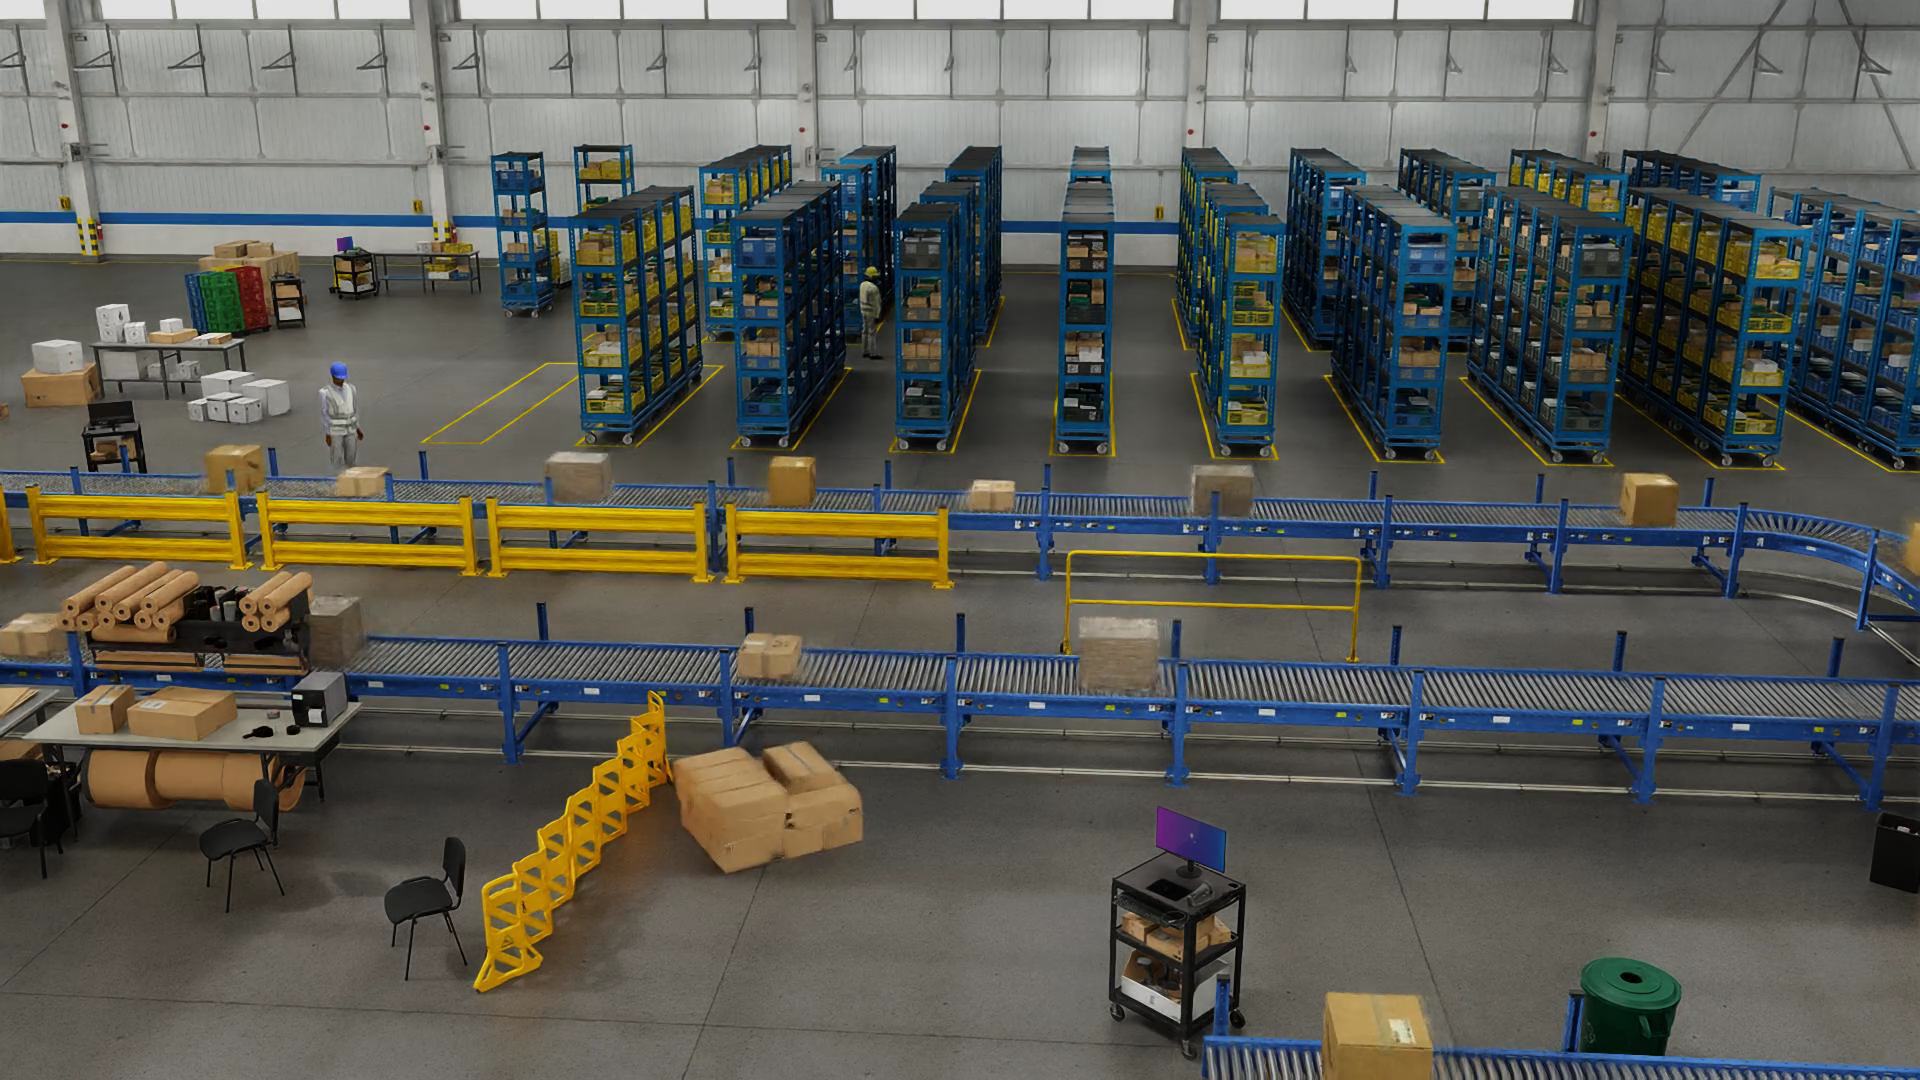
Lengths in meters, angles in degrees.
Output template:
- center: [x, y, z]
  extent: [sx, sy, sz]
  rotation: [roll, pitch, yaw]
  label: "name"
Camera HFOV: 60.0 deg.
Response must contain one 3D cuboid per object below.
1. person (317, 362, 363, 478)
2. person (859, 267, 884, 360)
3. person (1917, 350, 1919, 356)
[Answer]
- center: [-8.628, -1.531, 23.248]
  extent: [0.401, 1.938, 0.603]
  rotation: [11, 20, 31]
  label: "person"
- center: [-1.749, -4.462, 32.729]
  extent: [0.404, 1.827, 0.588]
  rotation: [-10, 20, -29]
  label: "person"
- center: [18.451, -4.036, 31.440]
  extent: [1.015, 1.790, 0.570]
  rotation: [-1, 18, -3]
  label: "person"
